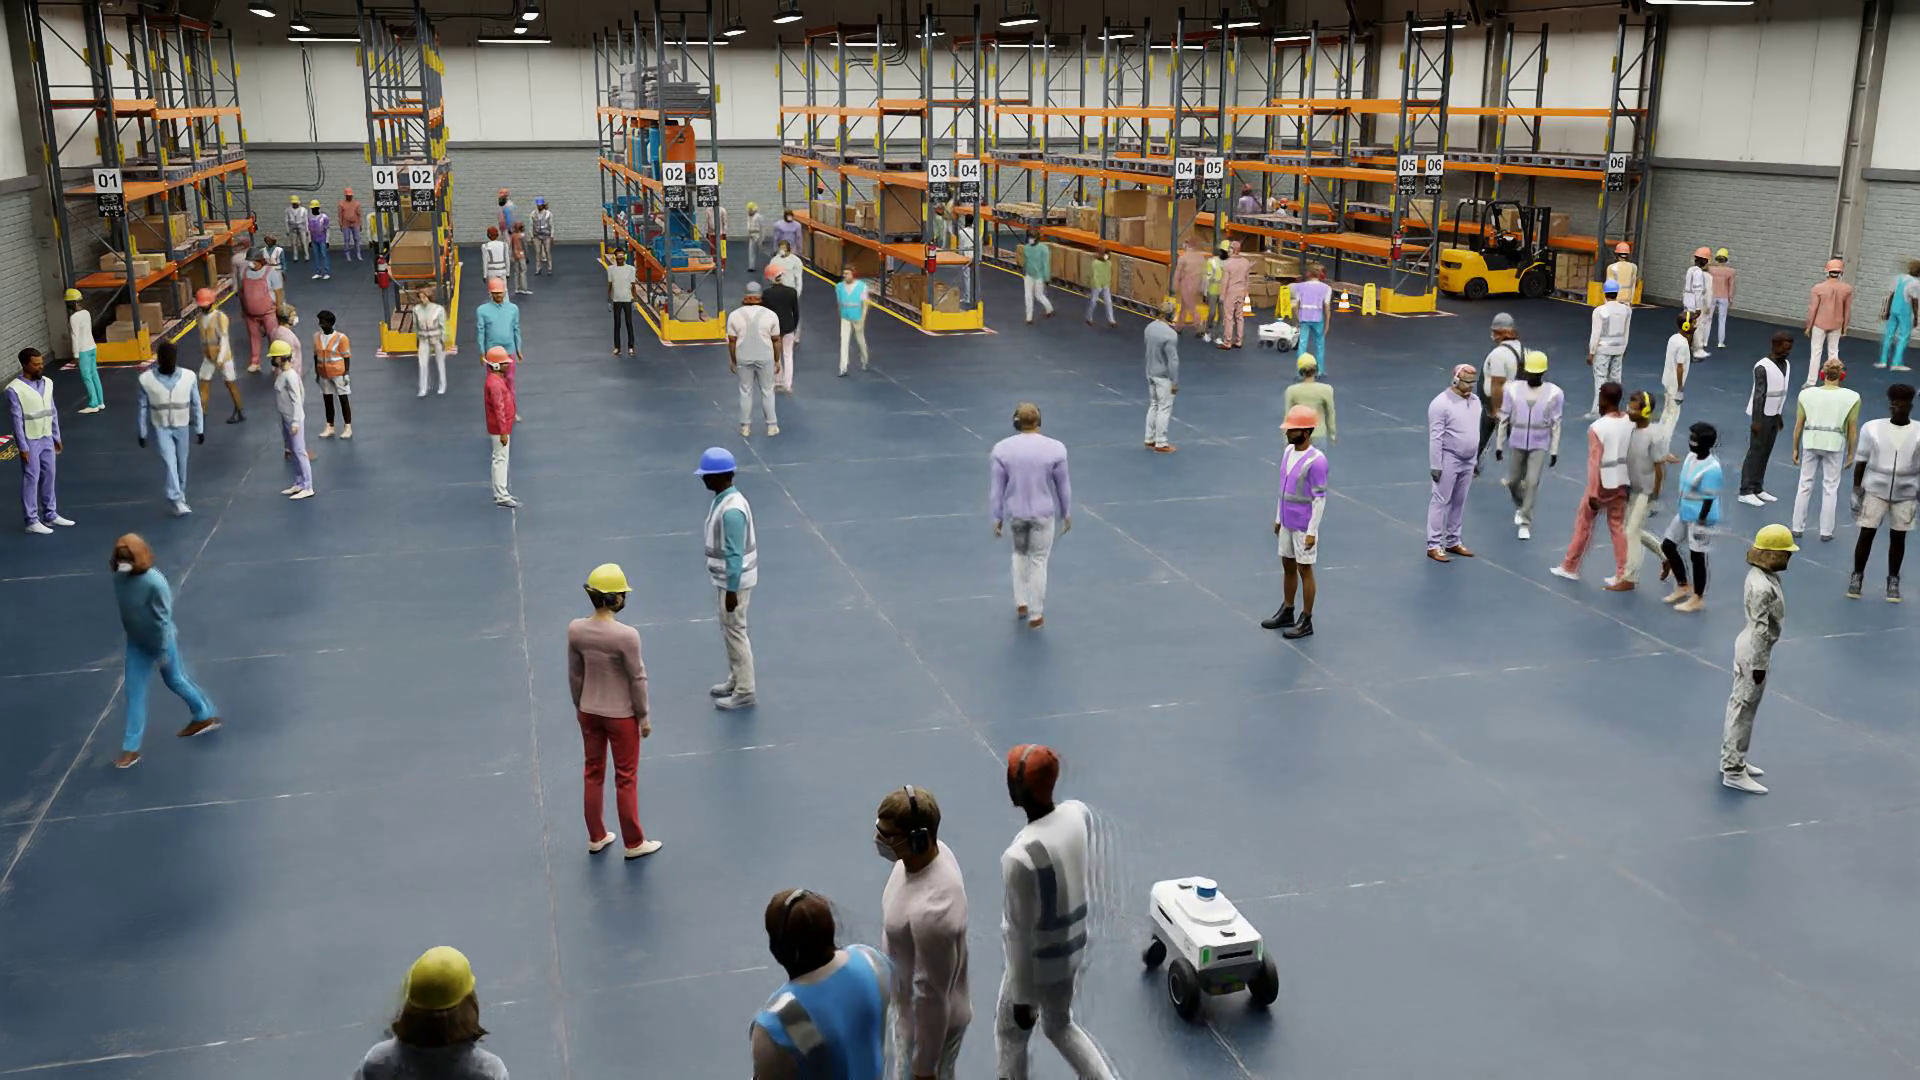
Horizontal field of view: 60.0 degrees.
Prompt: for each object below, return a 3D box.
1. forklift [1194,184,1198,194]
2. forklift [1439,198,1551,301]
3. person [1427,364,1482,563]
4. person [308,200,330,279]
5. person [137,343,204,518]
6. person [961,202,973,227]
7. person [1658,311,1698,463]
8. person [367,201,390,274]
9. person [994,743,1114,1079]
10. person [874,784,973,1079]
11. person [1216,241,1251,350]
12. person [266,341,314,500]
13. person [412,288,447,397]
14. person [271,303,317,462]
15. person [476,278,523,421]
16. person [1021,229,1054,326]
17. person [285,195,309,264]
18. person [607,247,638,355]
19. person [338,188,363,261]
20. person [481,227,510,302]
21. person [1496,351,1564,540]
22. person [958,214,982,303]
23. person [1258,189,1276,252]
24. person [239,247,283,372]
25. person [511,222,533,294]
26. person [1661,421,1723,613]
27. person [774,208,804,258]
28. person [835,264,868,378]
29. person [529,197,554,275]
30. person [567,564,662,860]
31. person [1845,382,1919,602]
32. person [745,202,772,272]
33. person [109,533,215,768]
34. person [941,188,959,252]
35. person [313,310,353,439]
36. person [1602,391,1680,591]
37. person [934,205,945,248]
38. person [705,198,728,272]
[{"bbox_3d":[7.392,-11.333,53.972,1.873,2.768,1.129,-4,15,-15],"label":"forklift"},{"bbox_3d":[11.913,-6.508,37.130,2.313,2.155,1.214,-4,15,-15],"label":"forklift"},{"bbox_3d":[4.782,-0.749,16.022,0.641,1.905,0.410,-10,18,-33],"label":"person"},{"bbox_3d":[-15.811,-7.402,41.004,0.585,1.928,0.370,4,15,14],"label":"person"},{"bbox_3d":[-8.469,-1.201,17.831,0.643,1.868,1.023,-11,18,-35],"label":"person"},{"bbox_3d":[0.252,-10.399,52.449,0.429,1.845,0.621,5,16,19],"label":"person"},{"bbox_3d":[8.758,-1.874,20.344,0.325,1.862,0.512,2,15,8],"label":"person"},{"bbox_3d":[-14.181,-7.358,40.715,0.623,1.992,0.394,-13,20,-40],"label":"person"},{"bbox_3d":[0.389,1.722,6.802,0.731,1.861,0.568,11,19,37],"label":"person"},{"bbox_3d":[-0.141,1.824,6.288,0.375,1.933,0.625,-1,15,-5],"label":"person"},{"bbox_3d":[4.824,-4.334,29.494,0.644,1.913,0.408,-11,18,-35],"label":"person"},{"bbox_3d":[-7.461,-1.335,18.486,0.325,1.767,0.533,-10,18,-32],"label":"person"},{"bbox_3d":[-7.908,-2.932,24.790,0.531,1.606,0.742,0,15,1],"label":"person"},{"bbox_3d":[-8.207,-1.934,20.407,0.358,1.938,0.636,-10,18,-32],"label":"person"},{"bbox_3d":[-6.289,-2.595,22.789,0.614,1.993,0.395,-10,18,-33],"label":"person"},{"bbox_3d":[1.536,-5.167,32.643,0.671,1.908,0.720,11,18,35],"label":"person"},{"bbox_3d":[-17.863,-8.374,44.849,0.600,1.829,0.404,-3,15,-12],"label":"person"},{"bbox_3d":[-5.855,-4.134,28.810,0.531,1.875,0.316,-1,15,-3],"label":"person"},{"bbox_3d":[-16.692,-8.644,45.577,0.613,1.986,0.406,-8,17,-28],"label":"person"},{"bbox_3d":[-9.253,-5.304,33.197,0.575,1.884,0.355,-12,19,-39],"label":"person"},{"bbox_3d":[5.799,-0.996,16.953,0.605,1.901,0.769,7,16,25],"label":"person"},{"bbox_3d":[0.222,-6.143,36.288,0.596,1.916,0.372,-9,17,-30],"label":"person"},{"bbox_3d":[8.792,-9.209,47.810,0.381,1.924,0.593,-14,20,-42],"label":"person"},{"bbox_3d":[-11.383,-3.749,27.044,0.675,2.000,0.537,0,15,0],"label":"person"},{"bbox_3d":[-10.001,-6.418,37.860,0.517,1.636,0.313,12,19,37],"label":"person"},{"bbox_3d":[6.293,-0.190,14.318,0.425,1.681,0.548,0,15,-2],"label":"person"},{"bbox_3d":[-3.907,-6.638,38.167,0.653,1.896,0.942,-5,16,-18],"label":"person"},{"bbox_3d":[-1.729,-3.568,26.850,0.560,1.796,0.987,4,15,15],"label":"person"},{"bbox_3d":[-10.528,-7.647,41.889,0.614,1.947,0.388,-1,15,-2],"label":"person"},{"bbox_3d":[-2.029,1.002,9.705,0.523,1.763,0.329,7,16,25],"label":"person"},{"bbox_3d":[8.209,-0.425,14.680,0.614,1.961,0.367,7,17,26],"label":"person"},{"bbox_3d":[-5.161,-7.791,42.744,0.625,1.791,0.853,14,20,42],"label":"person"},{"bbox_3d":[-5.481,0.686,11.243,0.539,1.574,0.840,5,16,19],"label":"person"},{"bbox_3d":[-0.381,-9.280,48.296,0.657,1.826,0.645,12,19,37],"label":"person"},{"bbox_3d":[-8.207,-2.164,21.748,0.529,1.692,0.321,3,15,13],"label":"person"},{"bbox_3d":[6.214,-0.442,14.981,0.683,1.852,0.515,-2,15,-7],"label":"person"},{"bbox_3d":[-0.531,-8.017,43.908,0.286,1.625,0.496,-2,15,-8],"label":"person"},{"bbox_3d":[-6.264,-7.883,42.686,0.622,1.993,0.383,6,16,23],"label":"person"}]
